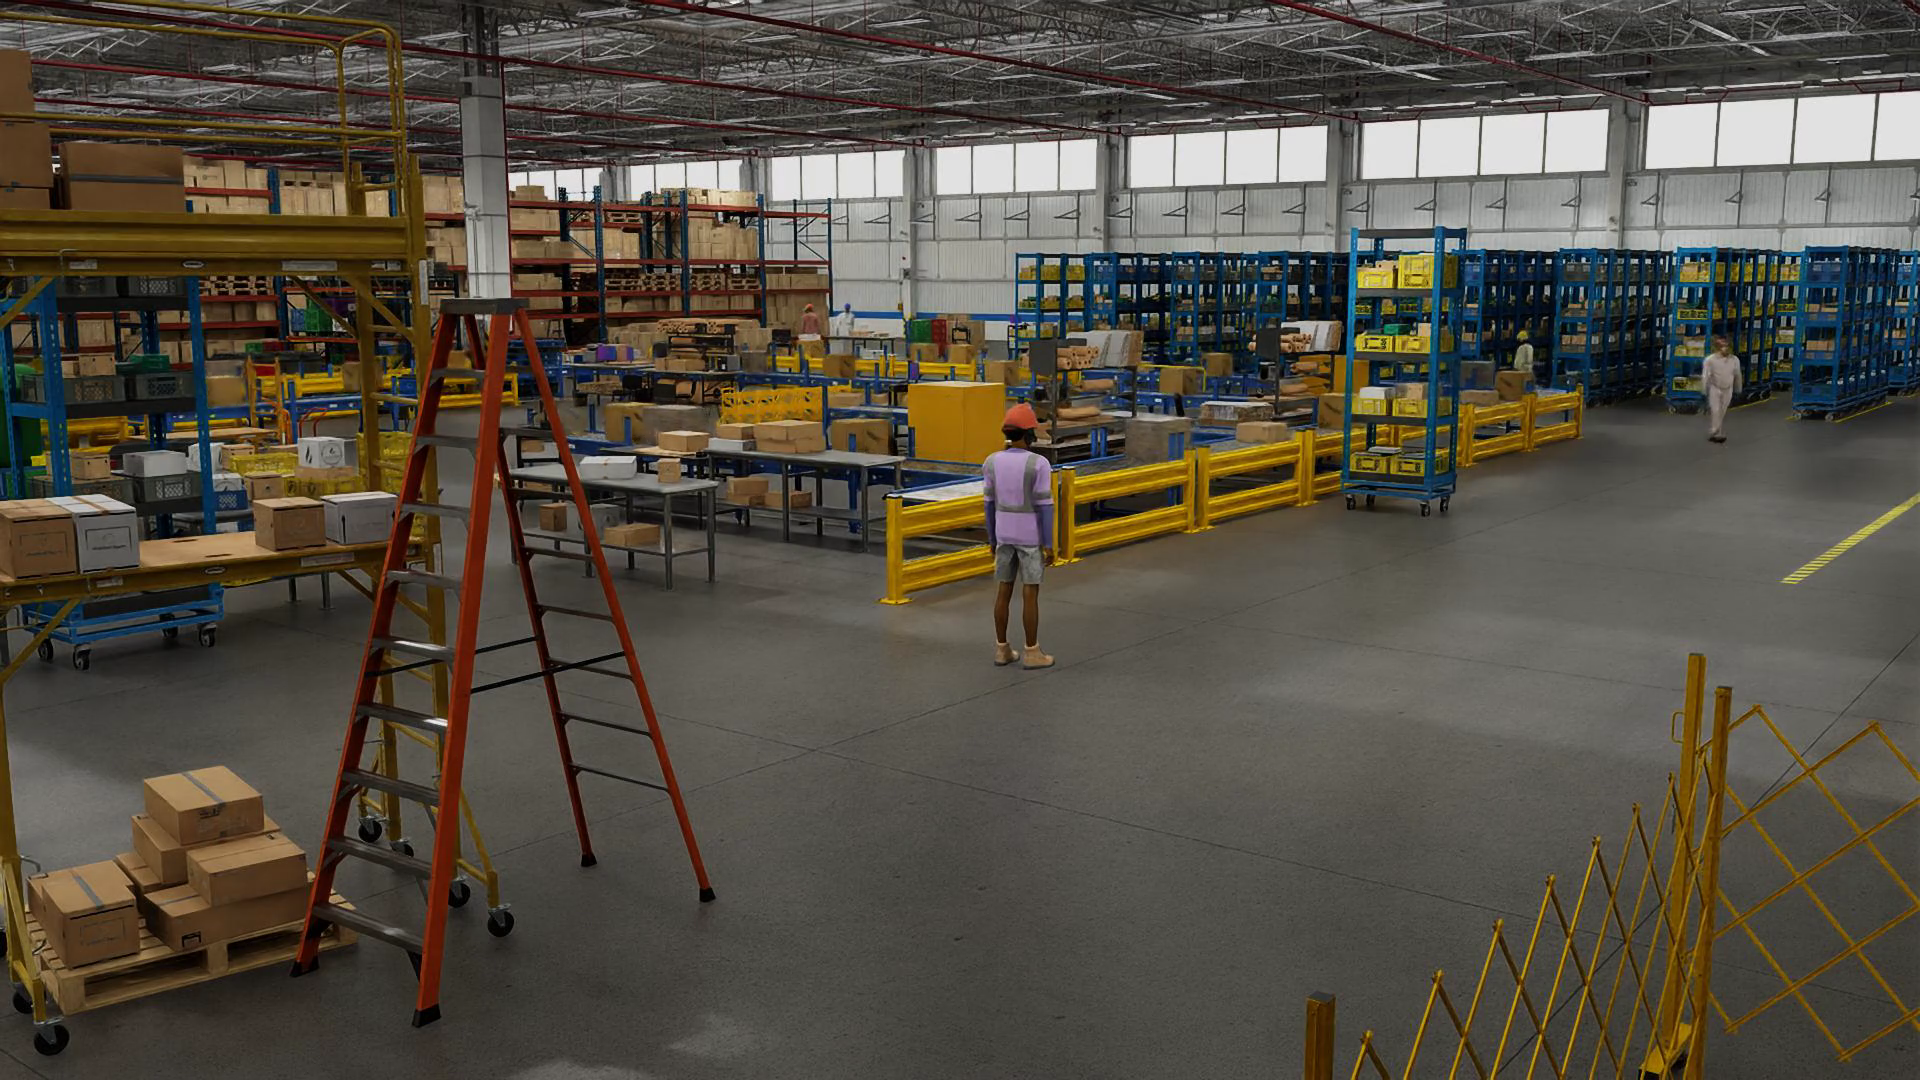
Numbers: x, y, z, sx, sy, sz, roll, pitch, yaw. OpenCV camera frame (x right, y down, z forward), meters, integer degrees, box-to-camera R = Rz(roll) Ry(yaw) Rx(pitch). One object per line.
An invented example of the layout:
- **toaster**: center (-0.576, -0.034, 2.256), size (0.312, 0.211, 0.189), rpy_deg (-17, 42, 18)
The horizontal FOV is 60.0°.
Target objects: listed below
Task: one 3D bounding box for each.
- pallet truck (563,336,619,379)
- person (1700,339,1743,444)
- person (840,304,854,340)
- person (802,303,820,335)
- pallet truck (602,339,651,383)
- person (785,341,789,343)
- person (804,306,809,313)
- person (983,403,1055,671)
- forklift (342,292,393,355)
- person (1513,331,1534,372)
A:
- **pallet truck**: center (-10.690, -5.294, 48.215), size (1.601, 1.201, 0.680), rpy_deg (-5, 10, -26)
- **person**: center (13.647, -2.645, 29.730), size (0.649, 1.857, 0.966), rpy_deg (0, 9, -3)
- **person**: center (-4.182, -7.835, 61.940), size (0.608, 1.917, 0.801), rpy_deg (-3, 10, -19)
- **person**: center (-5.254, -7.354, 58.709), size (0.638, 1.983, 0.440), rpy_deg (1, 9, 8)
- **pallet truck**: center (-8.991, -4.871, 45.351), size (0.653, 1.274, 1.630), rpy_deg (7, 11, 37)
- **person**: center (-6.989, -9.125, 70.111), size (0.910, 1.897, 0.550), rpy_deg (1, 9, 5)
- **person**: center (-6.014, -8.376, 65.781), size (0.310, 1.769, 0.525), rpy_deg (-8, 12, -40)
- **person**: center (0.467, -0.023, 12.765), size (0.608, 2.048, 0.364), rpy_deg (6, 11, 34)
- **forklift**: center (-16.485, -5.622, 45.120), size (1.129, 2.768, 1.873), rpy_deg (7, 11, 37)
- **person**: center (12.283, -3.683, 36.428), size (0.620, 1.777, 0.943), rpy_deg (-9, 13, -44)
